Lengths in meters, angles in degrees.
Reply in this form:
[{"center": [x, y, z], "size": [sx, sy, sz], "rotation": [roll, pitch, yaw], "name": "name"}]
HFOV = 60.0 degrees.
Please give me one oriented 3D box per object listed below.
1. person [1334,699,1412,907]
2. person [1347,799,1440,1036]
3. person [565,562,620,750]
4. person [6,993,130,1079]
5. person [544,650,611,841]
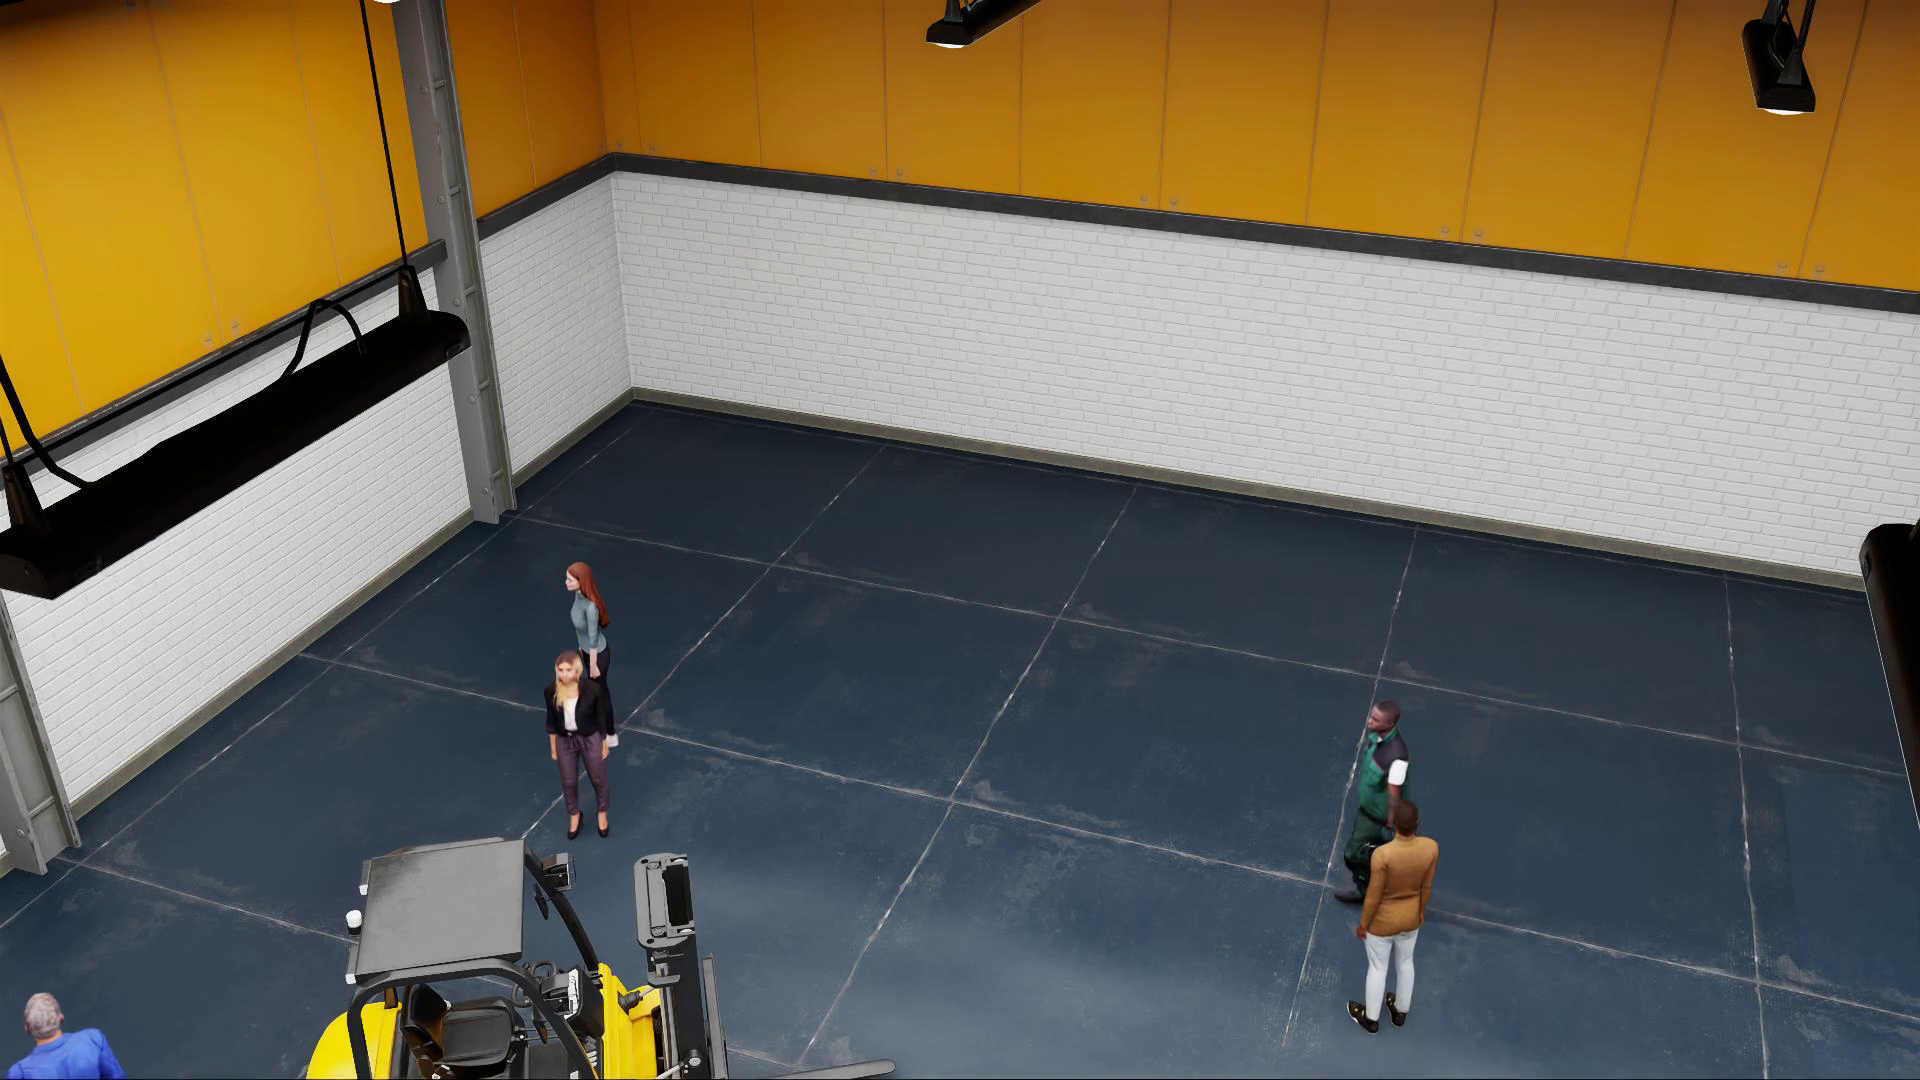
[{"center": [3.051, 1.906, 11.792], "size": [0.898, 1.825, 0.823], "rotation": [1, 29, 1], "name": "person"}, {"center": [2.825, 2.451, 10.802], "size": [0.717, 1.815, 0.733], "rotation": [-7, 29, -12], "name": "person"}, {"center": [-3.003, 0.938, 13.654], "size": [0.727, 1.740, 0.649], "rotation": [-9, 30, -17], "name": "person"}, {"center": [-4.898, 3.273, 9.283], "size": [0.692, 1.828, 0.860], "rotation": [-24, 36, -36], "name": "person"}, {"center": [-2.877, 1.553, 12.601], "size": [0.679, 1.670, 0.673], "rotation": [-2, 29, -3], "name": "person"}]
